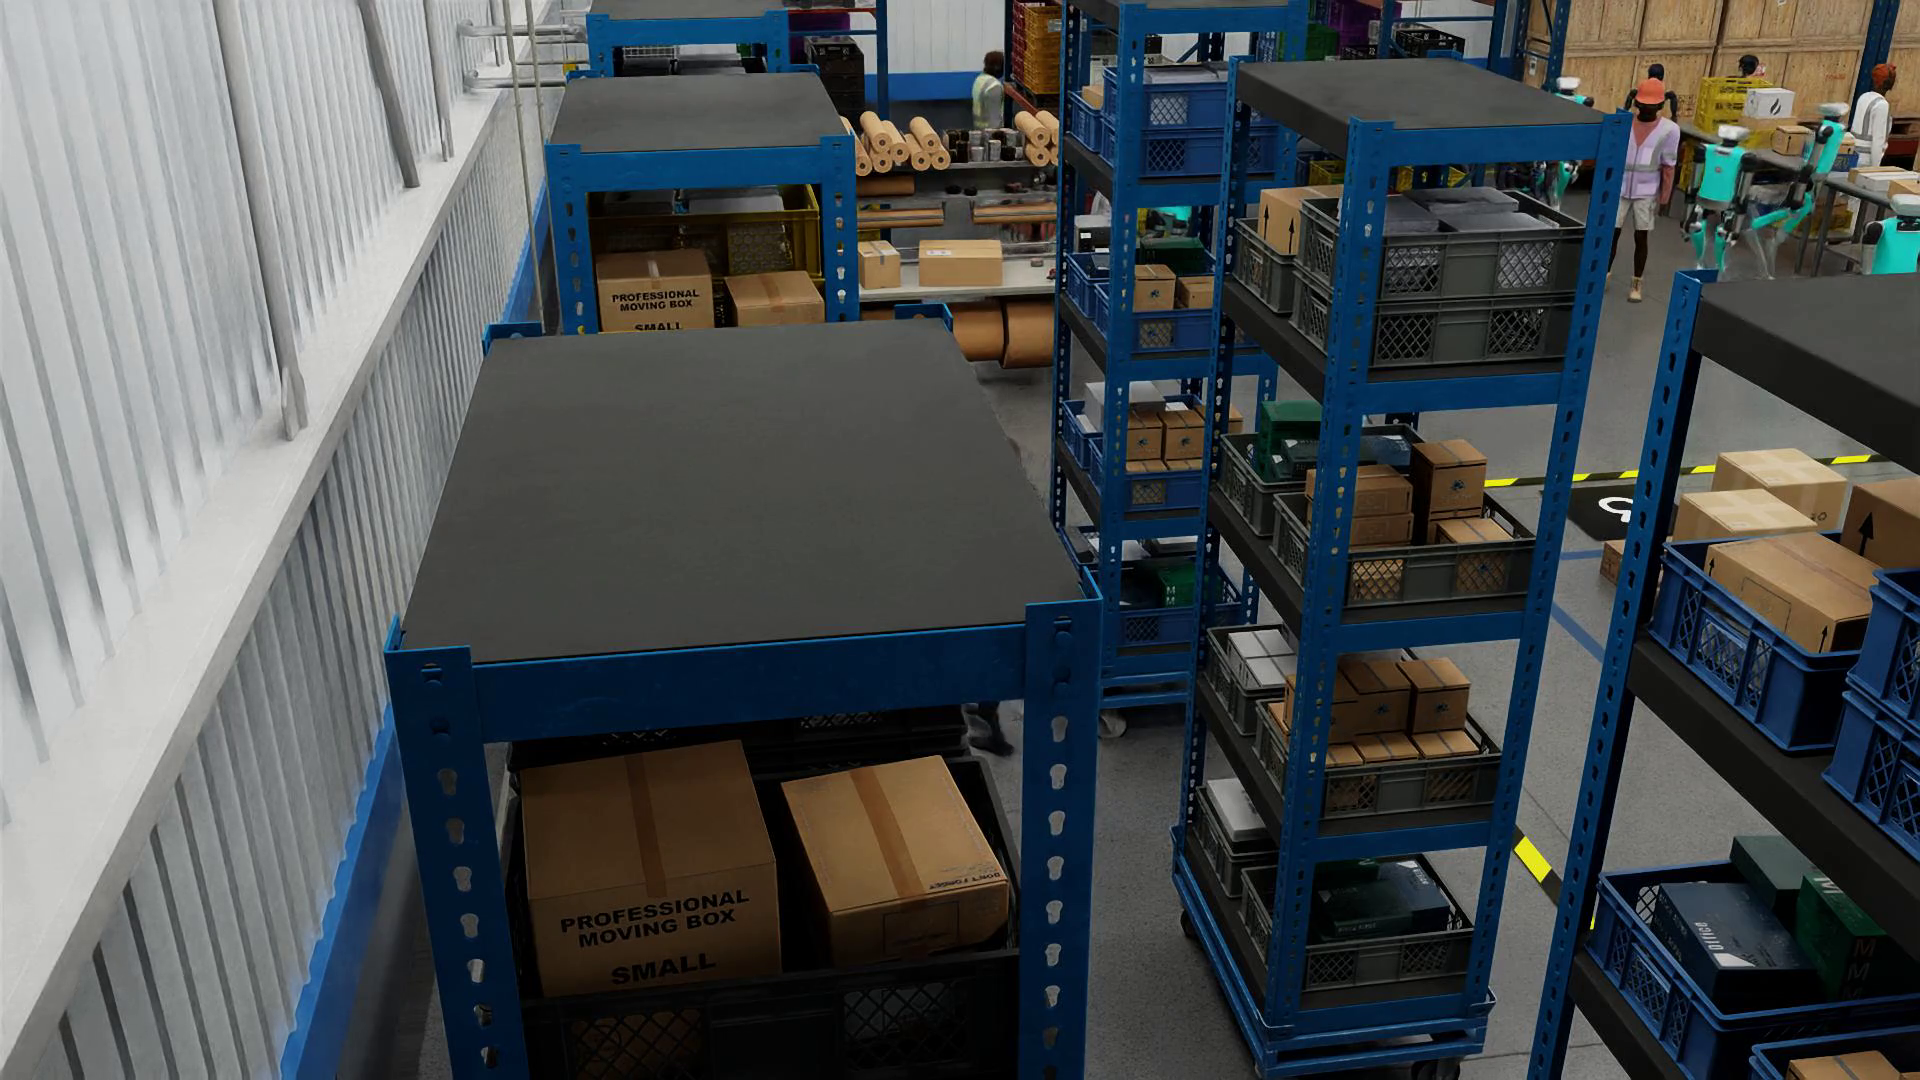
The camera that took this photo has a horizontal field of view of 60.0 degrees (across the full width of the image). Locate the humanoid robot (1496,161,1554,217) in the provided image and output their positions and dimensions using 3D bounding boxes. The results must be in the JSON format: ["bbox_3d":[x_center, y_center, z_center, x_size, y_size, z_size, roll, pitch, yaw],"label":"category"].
[{"bbox_3d":[5.379,-3.360,15.916,0.602,1.642,0.334,-3,25,-6],"label":"humanoid robot"}]

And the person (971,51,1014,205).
[{"bbox_3d":[0.393,-4.334,17.906,0.527,1.782,0.777,-8,26,-16],"label":"person"}]

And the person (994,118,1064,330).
[{"bbox_3d":[0.631,-2.659,14.121,0.930,1.908,0.631,-4,25,-10],"label":"person"}]

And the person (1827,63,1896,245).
[{"bbox_3d":[9.047,-3.794,16.612,0.349,1.884,0.582,2,25,5],"label":"person"}]

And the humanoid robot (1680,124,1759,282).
[{"bbox_3d":[6.646,-2.718,14.574,0.536,1.893,0.764,20,31,36],"label":"humanoid robot"}]

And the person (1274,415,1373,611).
[{"bbox_3d":[1.789,0.195,7.980,0.596,1.849,0.385,0,25,0],"label":"person"}]

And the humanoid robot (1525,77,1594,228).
[{"bbox_3d":[6.047,-3.857,16.995,0.530,1.806,0.799,3,25,7],"label":"humanoid robot"}]

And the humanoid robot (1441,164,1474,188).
[{"bbox_3d":[4.966,-3.769,16.872,0.588,1.647,0.667,-14,28,-27],"label":"humanoid robot"}]

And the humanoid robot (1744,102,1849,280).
[{"bbox_3d":[7.698,-3.147,15.518,0.759,1.900,0.564,23,33,40],"label":"humanoid robot"}]

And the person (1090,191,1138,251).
[{"bbox_3d":[1.273,-2.494,13.851,0.403,1.831,0.586,2,25,5],"label":"person"}]

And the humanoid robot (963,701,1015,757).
[{"bbox_3d":[0.100,0.257,8.062,0.432,1.645,0.587,16,29,31],"label":"humanoid robot"}]

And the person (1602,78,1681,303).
[{"bbox_3d":[6.112,-3.154,15.063,0.619,2.030,0.444,16,29,30],"label":"person"}]

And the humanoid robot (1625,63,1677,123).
[{"bbox_3d":[7.415,-4.305,17.978,0.616,1.637,0.475,14,28,27],"label":"humanoid robot"}]

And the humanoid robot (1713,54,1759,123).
[{"bbox_3d":[8.586,-4.601,18.630,0.475,1.643,0.608,-9,26,-19],"label":"humanoid robot"}]

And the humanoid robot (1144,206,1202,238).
[{"bbox_3d":[1.594,-2.304,13.512,0.775,1.730,0.530,-22,32,-39],"label":"humanoid robot"}]

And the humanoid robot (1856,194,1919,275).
[{"bbox_3d":[6.647,-1.549,11.747,0.533,1.677,0.735,0,25,1],"label":"humanoid robot"}]
